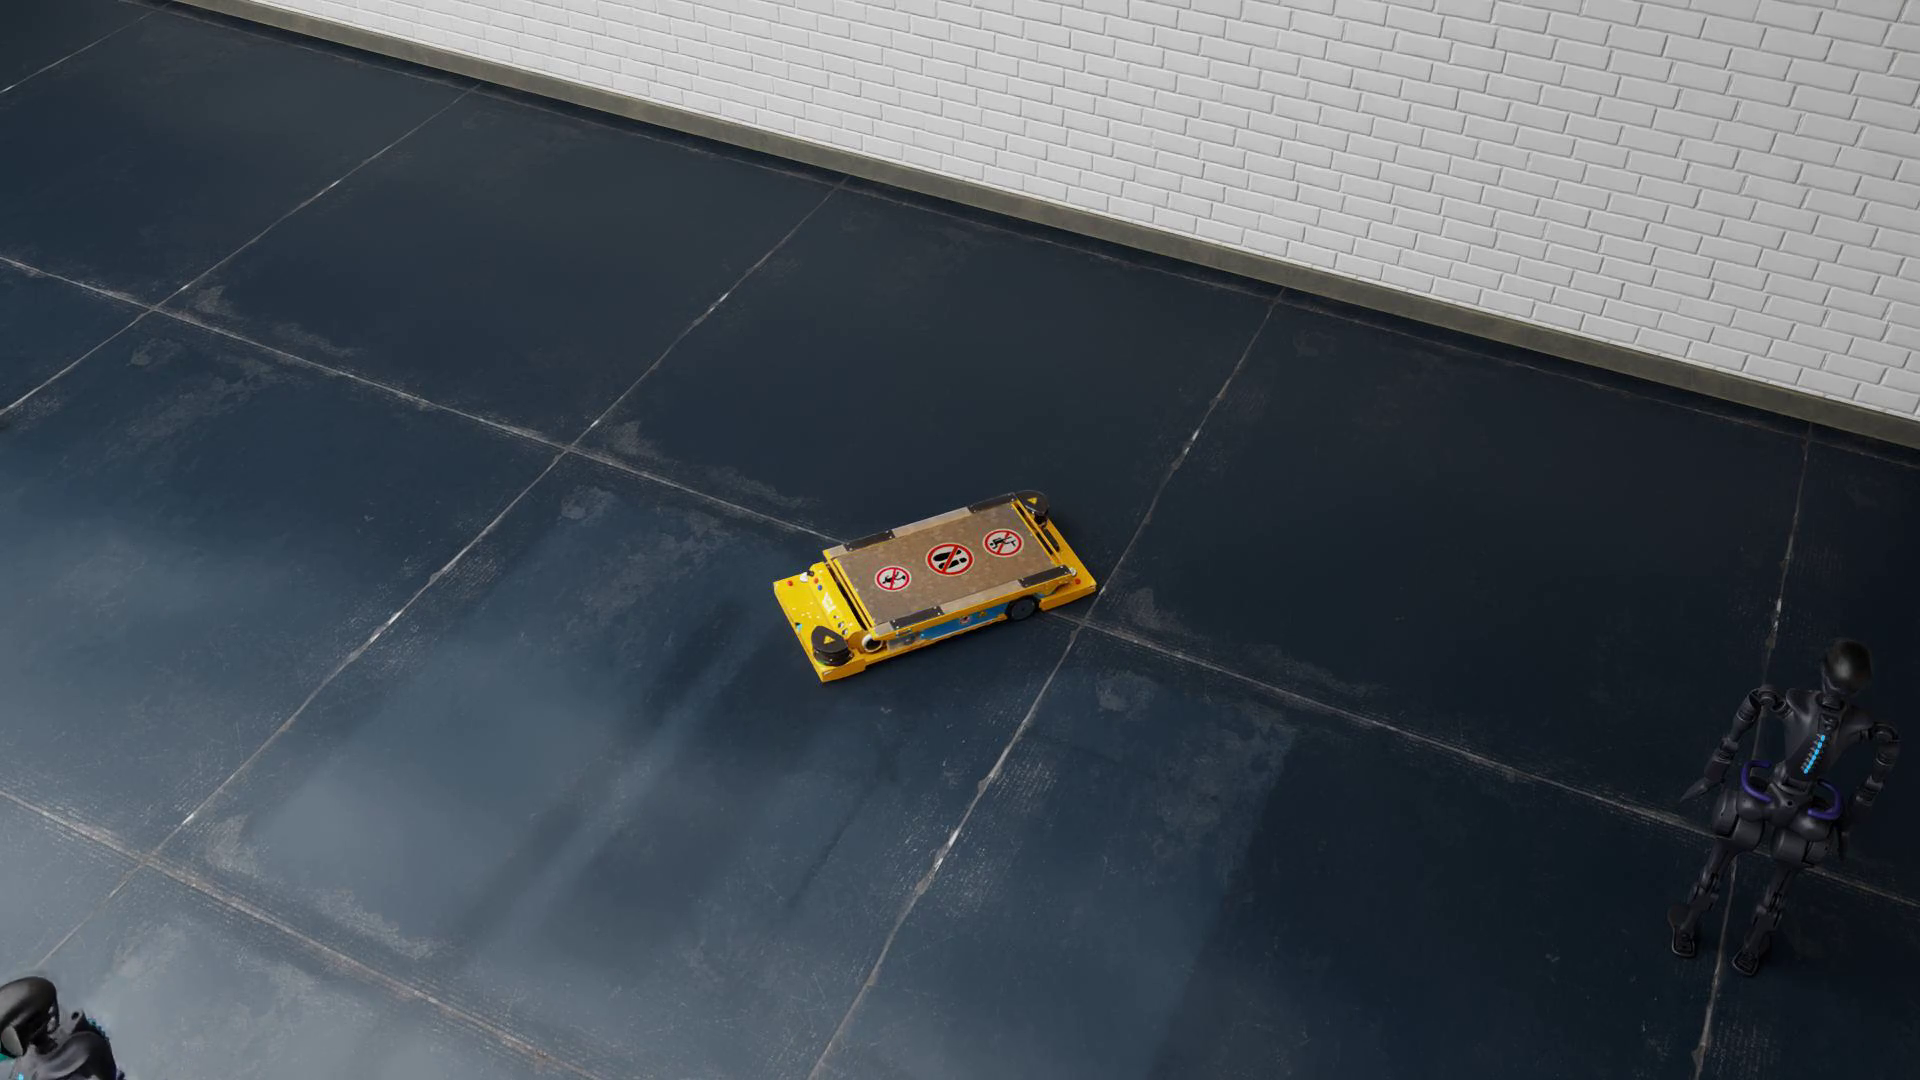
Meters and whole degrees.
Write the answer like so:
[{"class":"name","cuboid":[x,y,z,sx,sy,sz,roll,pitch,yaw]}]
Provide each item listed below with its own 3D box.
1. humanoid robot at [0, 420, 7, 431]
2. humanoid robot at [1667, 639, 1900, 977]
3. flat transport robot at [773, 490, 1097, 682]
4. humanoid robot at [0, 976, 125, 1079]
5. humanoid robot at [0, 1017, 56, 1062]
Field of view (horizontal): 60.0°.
[{"class":"humanoid robot","cuboid":[-5.481,-1.196,8.519,0.521,1.644,0.583,2,43,2]},{"class":"humanoid robot","cuboid":[3.011,0.990,6.143,0.599,1.655,0.315,18,46,19]},{"class":"flat transport robot","cuboid":[-0.120,0.201,8.038,1.431,0.231,0.659,-17,46,-18]},{"class":"humanoid robot","cuboid":[-2.597,1.875,5.200,0.596,1.652,0.440,24,48,24]},{"class":"humanoid robot","cuboid":[-3.396,1.563,5.518,0.535,1.773,0.899,18,46,19]}]
